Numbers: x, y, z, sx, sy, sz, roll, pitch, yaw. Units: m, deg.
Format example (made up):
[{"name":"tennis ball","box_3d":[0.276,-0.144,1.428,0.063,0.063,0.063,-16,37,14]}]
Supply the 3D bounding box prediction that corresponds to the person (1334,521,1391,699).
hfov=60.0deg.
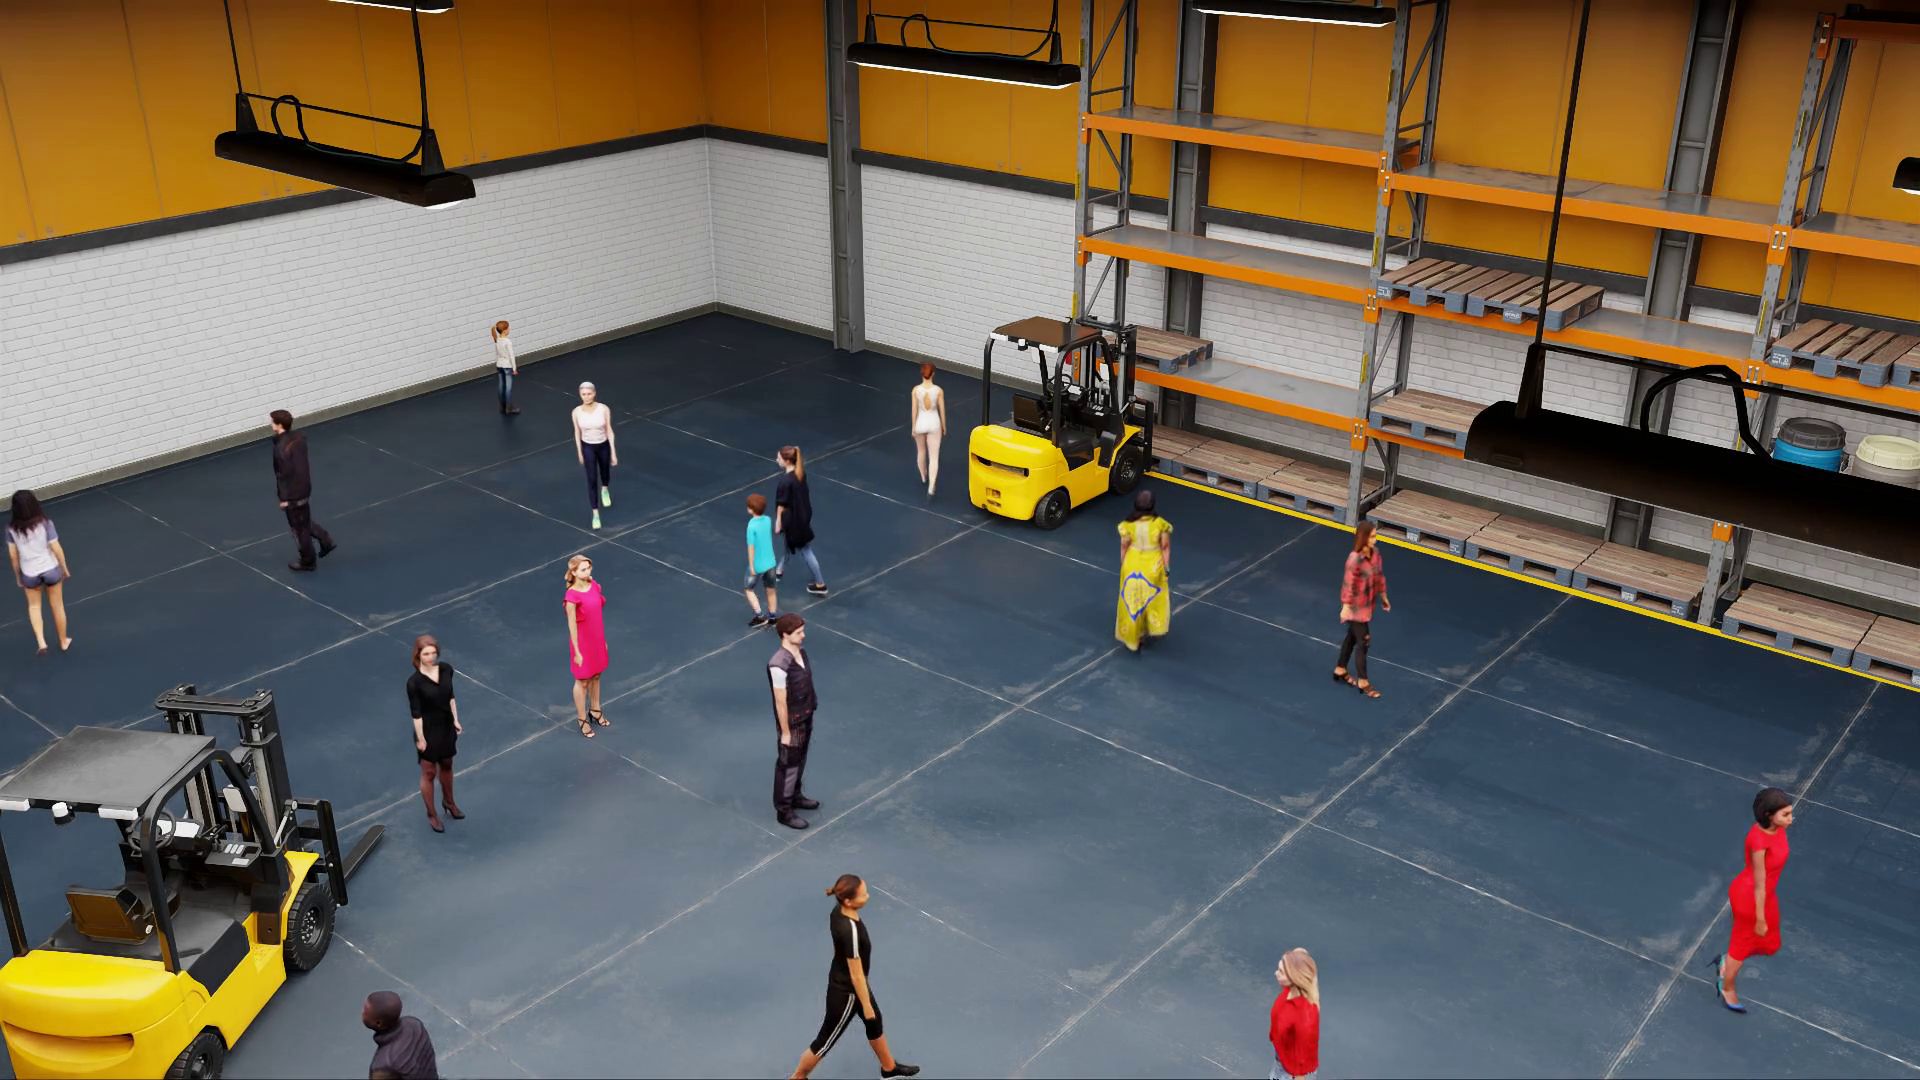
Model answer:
[{"name":"person","box_3d":[3.666,0.593,15.524,0.790,1.687,0.626,20,31,38]}]

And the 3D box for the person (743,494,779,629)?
[{"name":"person","box_3d":[-1.935,0.225,16.675,0.521,1.439,0.539,17,29,33]}]

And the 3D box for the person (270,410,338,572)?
[{"name":"person","box_3d":[-7.068,-0.529,17.913,0.946,1.829,0.889,-1,24,-3]}]

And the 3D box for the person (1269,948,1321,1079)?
[{"name":"person","box_3d":[2.024,3.114,9.750,0.945,1.693,0.884,-2,24,-5]}]

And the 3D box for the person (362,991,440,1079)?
[{"name":"person","box_3d":[-2.975,3.279,9.258,1.306,1.785,1.149,2,24,5]}]

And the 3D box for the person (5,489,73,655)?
[{"name":"person","box_3d":[-8.875,0.346,16.043,0.811,1.725,0.912,-8,25,-18]}]

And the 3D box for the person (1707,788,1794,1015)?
[{"name":"person","box_3d":[5.299,2.423,11.280,0.618,1.735,0.681,-20,30,-37]}]

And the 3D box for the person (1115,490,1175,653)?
[{"name":"person","box_3d":[1.785,0.335,16.173,1.102,1.641,1.083,3,24,8]}]

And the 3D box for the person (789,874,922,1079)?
[{"name":"person","box_3d":[-0.793,2.846,10.454,1.124,1.621,1.079,-3,24,-7]}]

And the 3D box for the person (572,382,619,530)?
[{"name":"person","box_3d":[-4.213,-1.044,19.297,1.067,1.665,1.234,-6,24,-14]}]

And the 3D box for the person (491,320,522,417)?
[{"name":"person","box_3d":[-6.235,-2.359,22.747,0.414,1.312,0.544,15,28,31]}]

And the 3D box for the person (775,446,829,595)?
[{"name":"person","box_3d":[-1.618,-0.165,17.314,1.116,1.643,0.810,11,26,24]}]

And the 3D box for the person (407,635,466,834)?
[{"name":"person","box_3d":[-4.219,1.531,13.359,0.539,1.703,0.610,15,28,30]}]

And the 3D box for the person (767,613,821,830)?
[{"name":"person","box_3d":[-1.358,1.426,13.419,0.733,1.848,0.748,6,24,13]}]

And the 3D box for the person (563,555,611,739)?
[{"name":"person","box_3d":[-3.312,0.912,14.742,0.607,1.728,0.619,11,26,24]}]

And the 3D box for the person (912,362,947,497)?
[{"name":"person","box_3d":[-0.384,-1.301,19.957,1.054,1.608,1.045,1,24,2]}]
